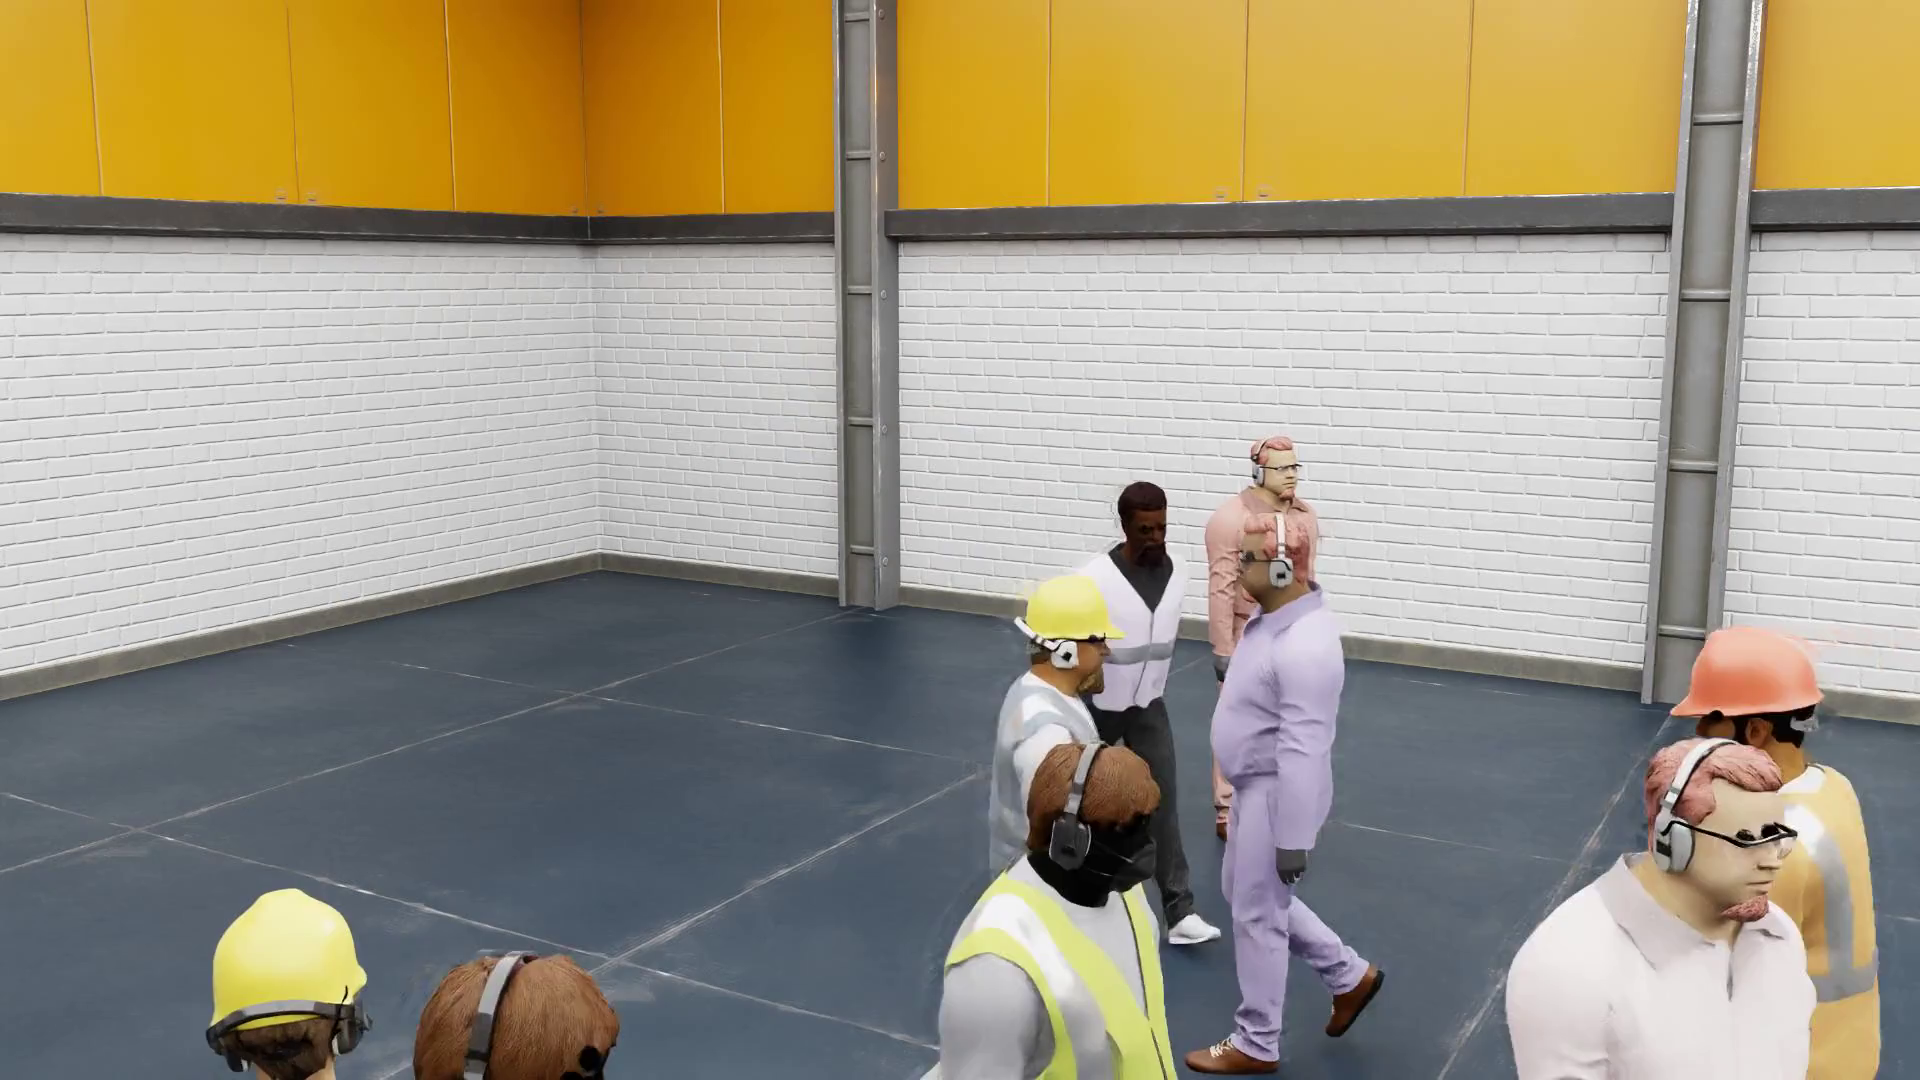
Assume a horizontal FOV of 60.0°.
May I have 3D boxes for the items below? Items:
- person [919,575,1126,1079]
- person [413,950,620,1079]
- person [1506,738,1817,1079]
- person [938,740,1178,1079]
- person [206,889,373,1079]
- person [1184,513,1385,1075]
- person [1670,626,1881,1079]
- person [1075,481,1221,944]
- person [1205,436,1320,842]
[{"bbox_3d":[0.206,0.988,4.814,0.839,1.801,0.597,1,9,4],"label":"person"},{"bbox_3d":[-0.549,1.402,2.165,0.471,1.826,0.632,0,9,2],"label":"person"},{"bbox_3d":[1.210,1.245,2.960,0.634,1.876,0.917,-3,10,-19],"label":"person"},{"bbox_3d":[0.152,1.244,3.254,0.949,1.798,0.629,4,10,25],"label":"person"},{"bbox_3d":[-0.941,1.381,2.466,0.526,1.765,0.330,-8,12,-41],"label":"person"},{"bbox_3d":[1.076,0.841,5.433,0.578,1.890,0.670,1,9,4],"label":"person"},{"bbox_3d":[1.729,1.122,3.729,1.016,1.874,0.561,6,11,32],"label":"person"},{"bbox_3d":[0.648,0.669,6.674,0.596,1.847,1.080,-6,11,-32],"label":"person"},{"bbox_3d":[1.434,0.470,7.703,0.637,1.911,0.406,-6,11,-32],"label":"person"}]
